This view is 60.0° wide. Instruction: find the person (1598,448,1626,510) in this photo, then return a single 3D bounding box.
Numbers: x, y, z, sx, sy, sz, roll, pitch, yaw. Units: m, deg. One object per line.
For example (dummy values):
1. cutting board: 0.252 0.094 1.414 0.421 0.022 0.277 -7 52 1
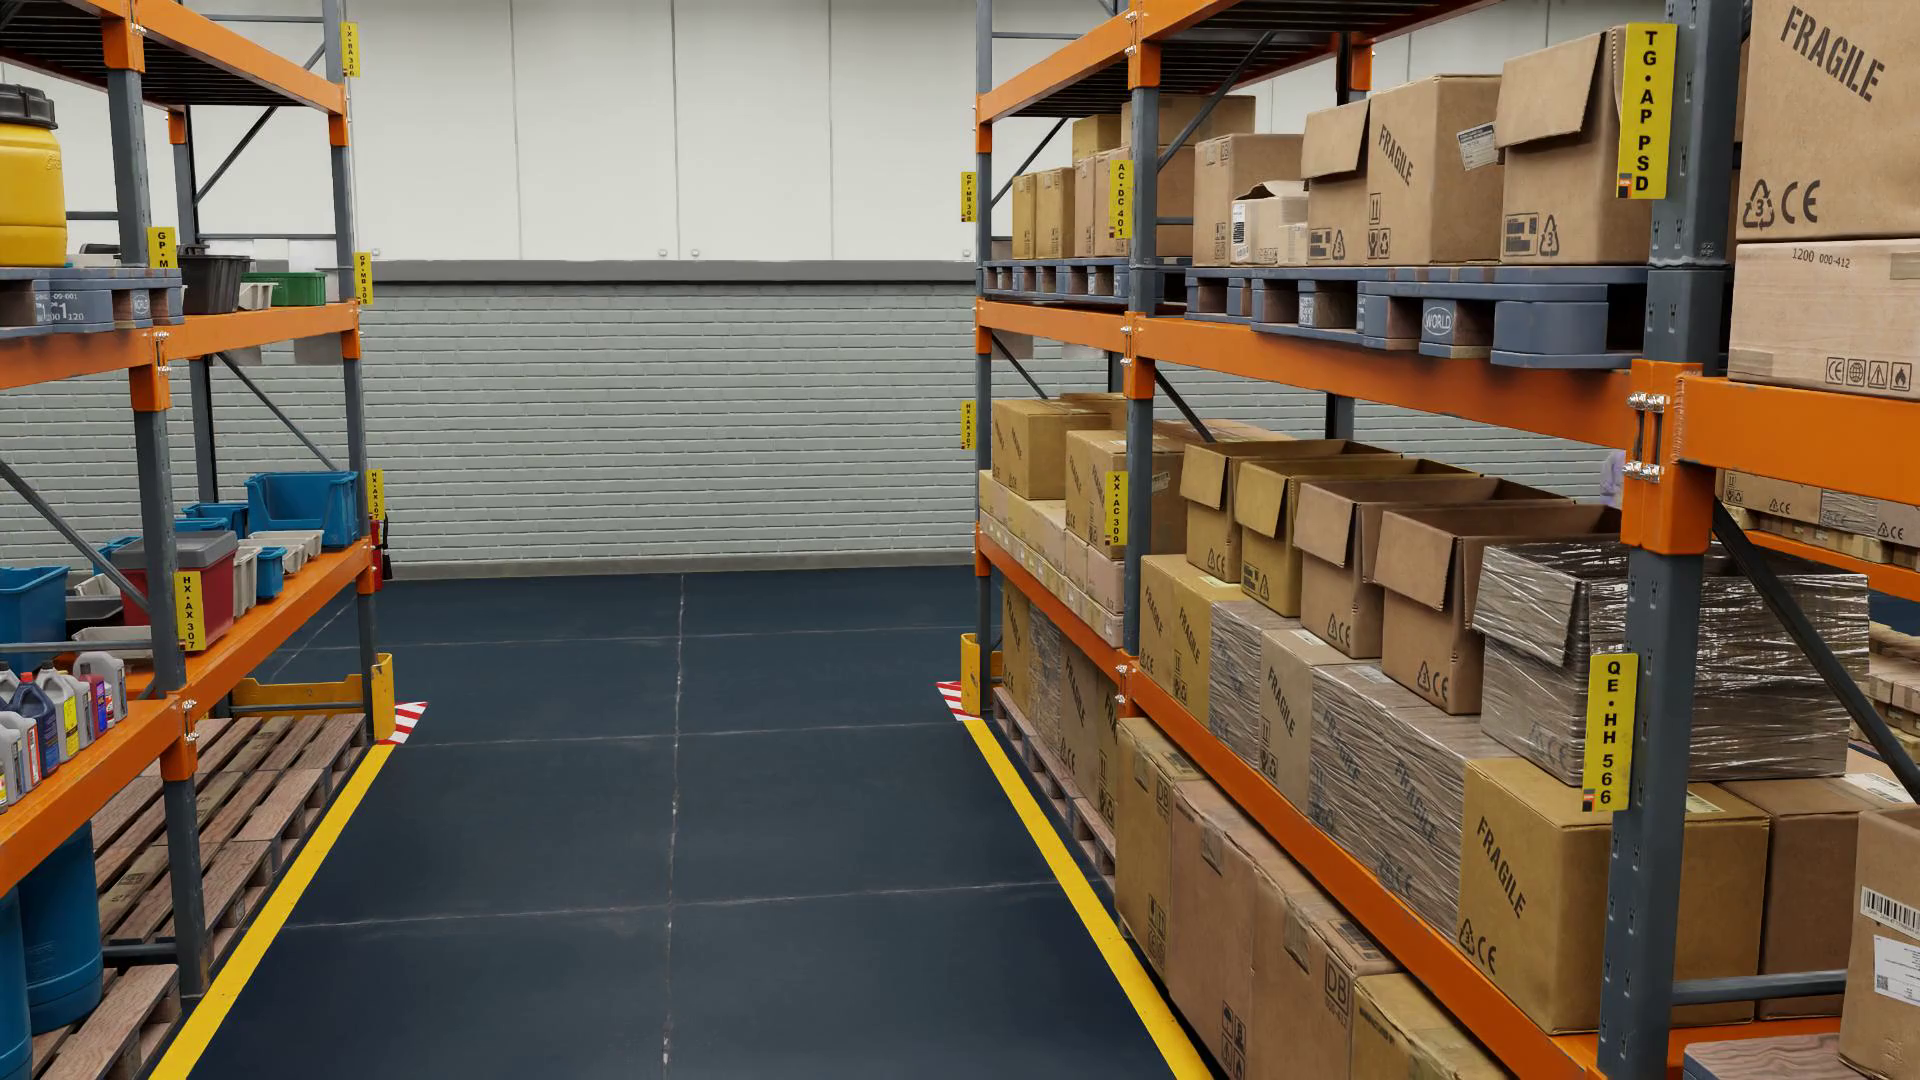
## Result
1. person: 5.617 -0.218 14.299 0.643 1.892 0.659 5 10 27
